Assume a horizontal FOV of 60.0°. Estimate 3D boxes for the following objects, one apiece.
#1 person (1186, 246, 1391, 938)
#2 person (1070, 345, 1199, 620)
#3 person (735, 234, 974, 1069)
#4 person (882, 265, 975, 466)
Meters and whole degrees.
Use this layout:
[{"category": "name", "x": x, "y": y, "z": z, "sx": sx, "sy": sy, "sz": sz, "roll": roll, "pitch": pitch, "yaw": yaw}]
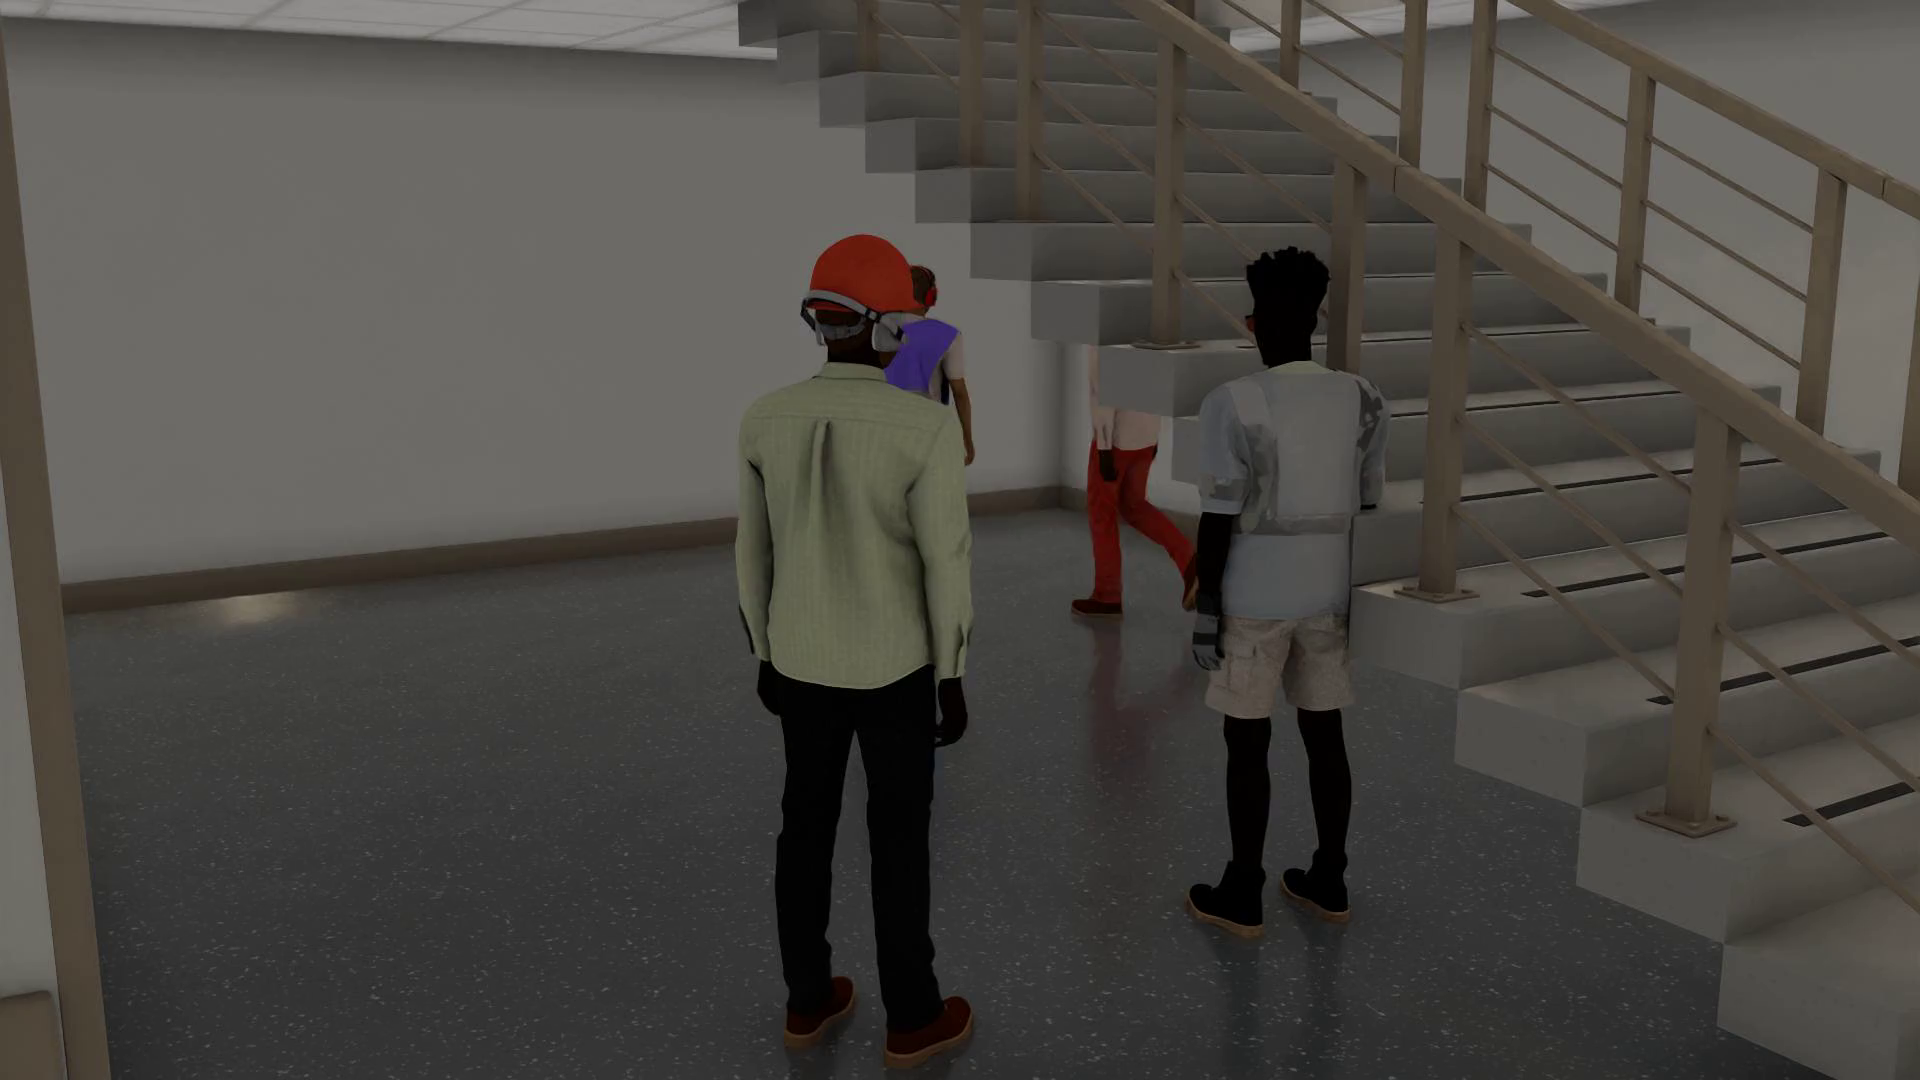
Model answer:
[{"category": "person", "x": 0.929, "y": 0.153, "z": 4.759, "sx": 0.599, "sy": 1.958, "sz": 0.368, "roll": -4, "pitch": 12, "yaw": -21}, {"category": "person", "x": 0.887, "y": -0.526, "z": 8.312, "sx": 0.713, "sy": 1.964, "sz": 0.631, "roll": 9, "pitch": 14, "yaw": 38}, {"category": "person", "x": -0.242, "y": 0.275, "z": 4.018, "sx": 0.612, "sy": 1.994, "sz": 0.395, "roll": 5, "pitch": 12, "yaw": 26}, {"category": "person", "x": -0.215, "y": -0.580, "z": 9.031, "sx": 0.583, "sy": 1.788, "sz": 0.988, "roll": 4, "pitch": 12, "yaw": 21}]
